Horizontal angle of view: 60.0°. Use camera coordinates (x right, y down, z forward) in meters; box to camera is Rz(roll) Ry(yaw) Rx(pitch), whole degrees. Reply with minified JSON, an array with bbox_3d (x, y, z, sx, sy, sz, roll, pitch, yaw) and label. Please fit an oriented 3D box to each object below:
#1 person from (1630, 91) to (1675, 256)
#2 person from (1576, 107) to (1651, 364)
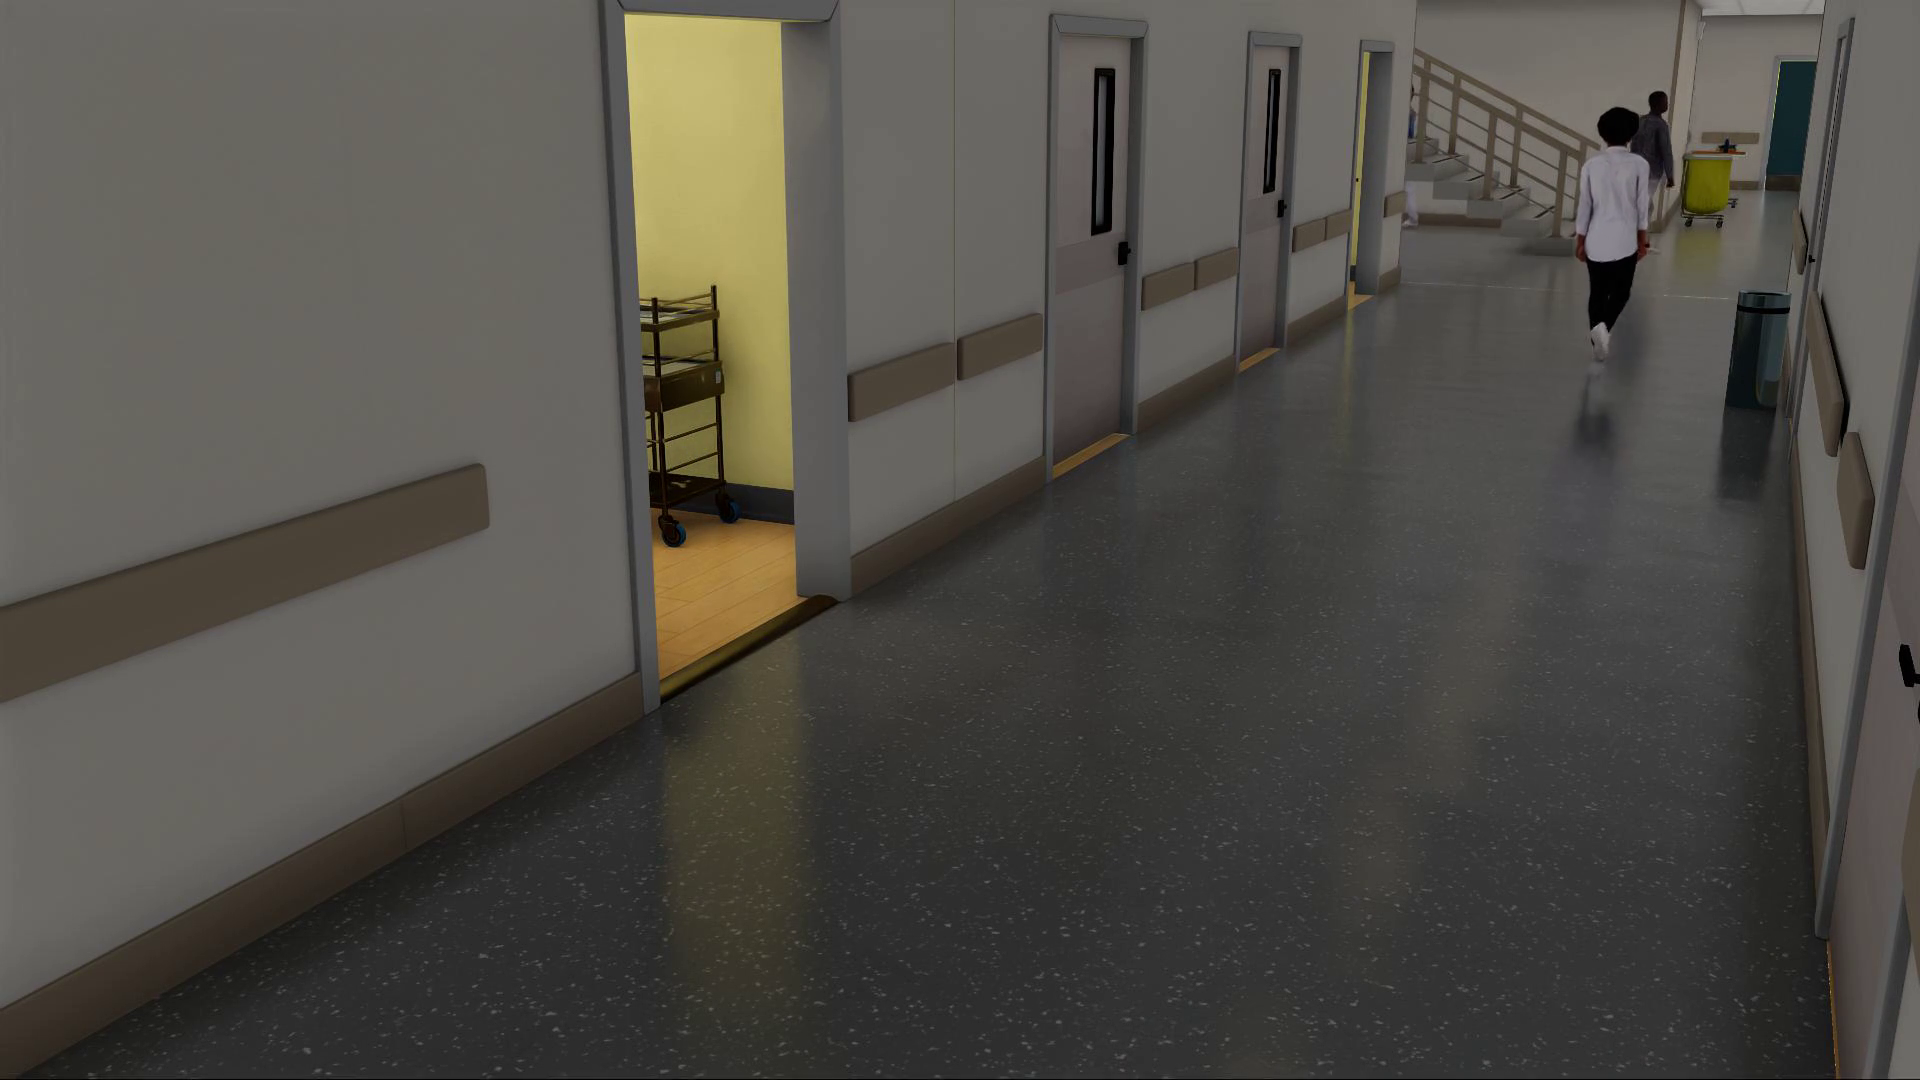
[{"bbox_3d":[7.603,-4.073,18.617,1.006,1.821,0.942,-4,16,-14],"label":"person"},{"bbox_3d":[4.611,-2.127,11.771,1.003,1.789,0.766,9,18,29],"label":"person"}]
